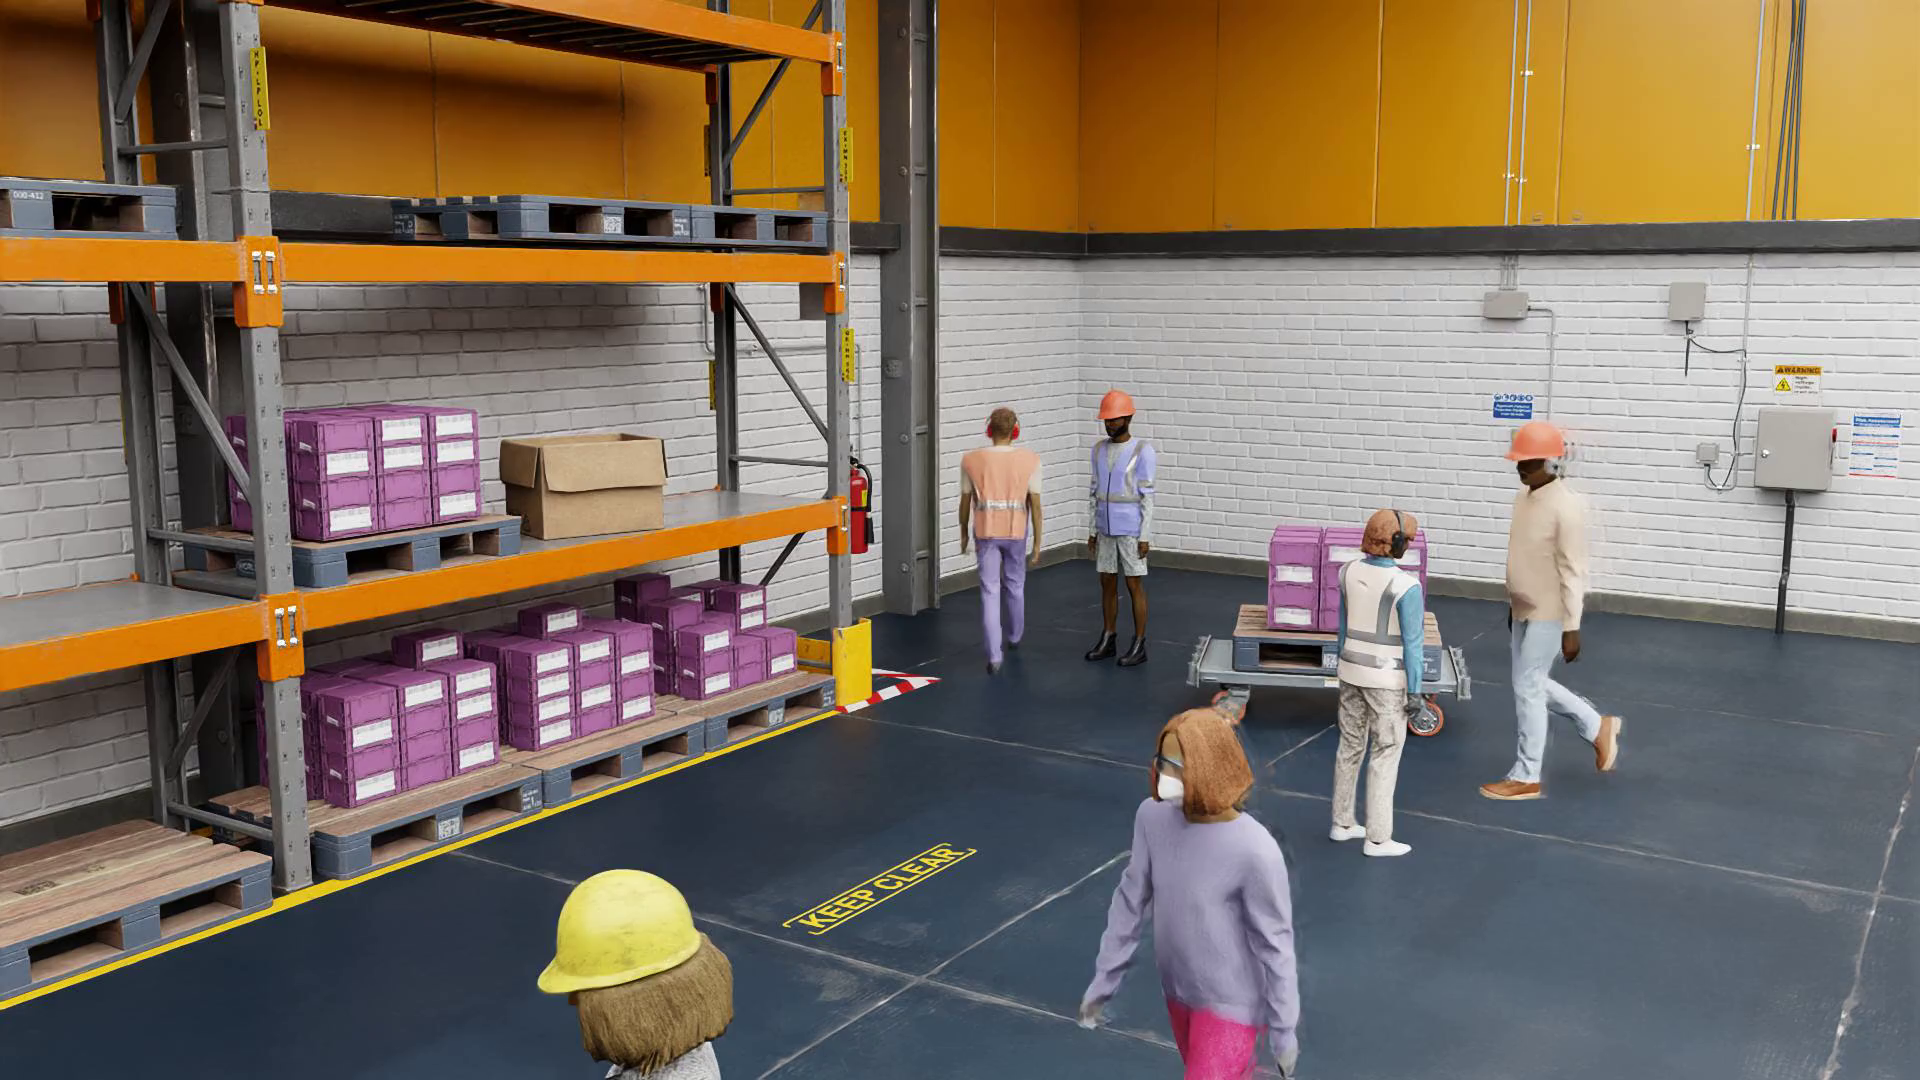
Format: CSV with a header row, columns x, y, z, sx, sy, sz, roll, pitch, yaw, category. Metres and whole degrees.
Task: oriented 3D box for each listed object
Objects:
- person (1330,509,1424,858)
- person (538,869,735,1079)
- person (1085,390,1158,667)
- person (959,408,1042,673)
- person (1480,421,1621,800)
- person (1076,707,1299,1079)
x,y,z,sx,sy,sz,roll,pitch,yaw,category
1.934,0.664,7.732,0.314,1.630,0.527,-5,10,-30,person
-0.514,1.377,2.751,0.305,1.738,0.484,-2,9,-14,person
1.106,-0.080,11.616,0.548,1.929,0.388,9,12,44,person
0.276,-0.021,11.658,0.572,1.793,0.966,0,9,-3,person
3.109,0.361,8.595,0.772,1.971,0.638,-1,9,-7,person
0.577,1.214,4.267,0.830,1.595,0.513,-5,10,-30,person
